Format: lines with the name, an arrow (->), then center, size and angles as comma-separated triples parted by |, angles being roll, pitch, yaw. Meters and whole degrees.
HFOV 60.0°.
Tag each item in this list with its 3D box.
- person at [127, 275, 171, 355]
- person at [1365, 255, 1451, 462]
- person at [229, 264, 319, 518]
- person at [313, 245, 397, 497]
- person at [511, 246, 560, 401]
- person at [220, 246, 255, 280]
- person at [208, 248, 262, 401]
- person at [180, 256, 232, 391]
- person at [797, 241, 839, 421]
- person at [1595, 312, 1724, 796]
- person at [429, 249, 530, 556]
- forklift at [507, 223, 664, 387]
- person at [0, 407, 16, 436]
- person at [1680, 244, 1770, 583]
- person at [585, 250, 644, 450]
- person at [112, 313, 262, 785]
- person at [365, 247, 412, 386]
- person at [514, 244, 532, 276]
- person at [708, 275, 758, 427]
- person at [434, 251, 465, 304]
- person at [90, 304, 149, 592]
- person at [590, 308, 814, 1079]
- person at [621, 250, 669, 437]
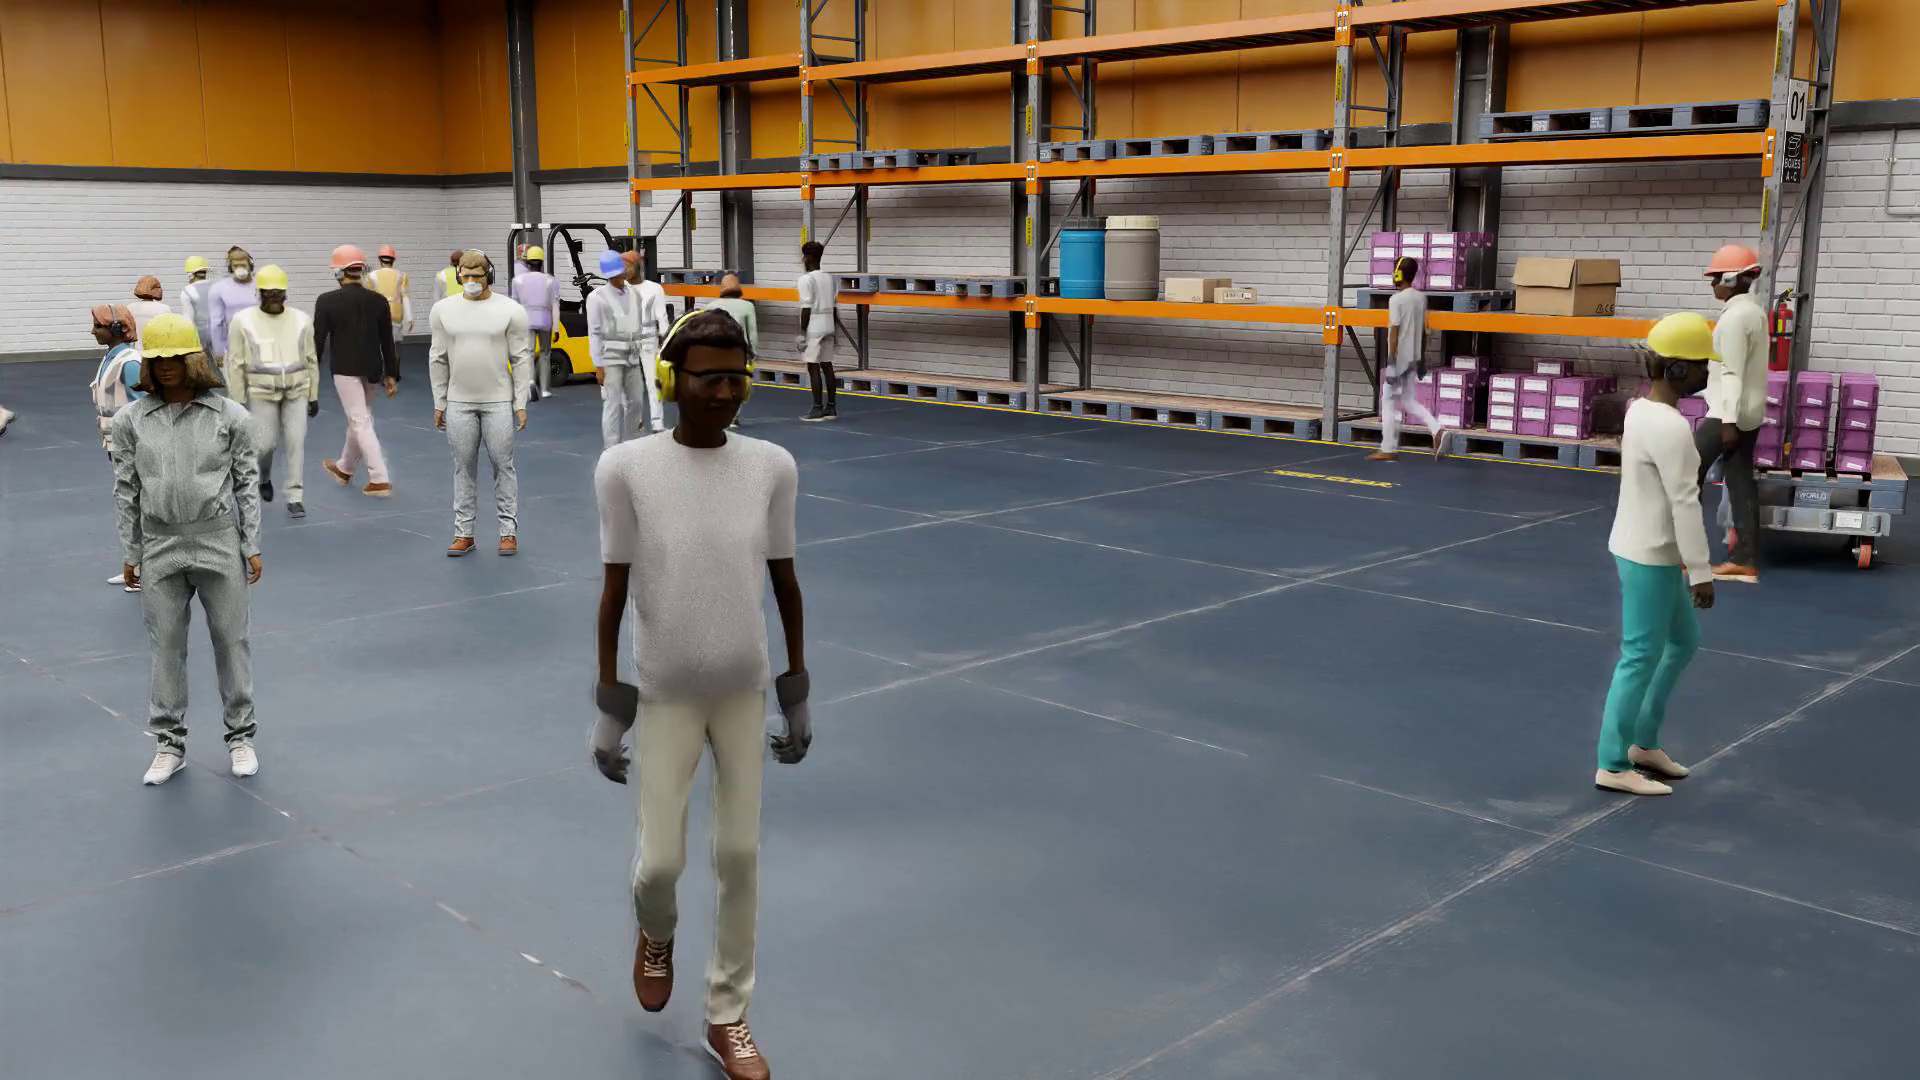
person -> -7.957, -1.789, 16.408 | 0.506, 1.632, 0.268 | 2, 11, 8
person -> 3.982, -1.581, 14.724 | 0.516, 1.847, 0.725 | -8, 13, -38
person -> -4.948, -1.079, 12.034 | 0.609, 1.816, 0.605 | -7, 13, -34
person -> -4.805, -1.332, 13.082 | 1.054, 1.932, 0.614 | 8, 13, 36
person -> -5.229, -2.668, 20.507 | 0.597, 1.898, 0.871 | -2, 11, -10
person -> -10.395, -3.298, 23.995 | 0.517, 1.872, 0.327 | -10, 14, -44
person -> -6.911, -1.860, 16.083 | 0.626, 1.908, 0.926 | -6, 12, -31
person -> -8.696, -2.386, 19.260 | 0.927, 1.792, 0.597 | 8, 13, 36
person -> -1.565, -2.277, 18.165 | 0.366, 1.962, 0.612 | 7, 12, 32
person -> 2.561, 0.070, 5.958 | 0.493, 1.753, 0.539 | 2, 11, 12
person -> -3.028, -0.859, 10.520 | 0.629, 1.936, 0.373 | -1, 10, -4
forklift -> -5.316, -3.263, 22.920 | 2.313, 2.155, 1.214 | -10, 14, -44
person -> -9.699, -1.906, 16.052 | 0.644, 2.008, 0.898 | 9, 14, 42
person -> 4.397, -0.741, 9.797 | 0.815, 1.960, 0.630 | 8, 13, 39
person -> -2.952, -1.554, 14.410 | 0.500, 1.898, 0.675 | 8, 13, 36
person -> -2.842, 0.038, 6.148 | 0.493, 1.742, 0.322 | -3, 11, -16
person -> -7.761, -3.025, 22.529 | 0.610, 1.867, 1.031 | -4, 11, -19
person -> -6.208, -3.272, 23.780 | 0.404, 1.900, 0.645 | -5, 12, -26
person -> -2.417, -2.016, 17.730 | 0.523, 1.599, 0.727 | 0, 10, -3
person -> -7.010, -3.142, 23.351 | 0.652, 1.792, 0.939 | -2, 11, -8
person -> -4.748, -0.524, 9.496 | 0.311, 1.638, 0.521 | -9, 14, -40
person -> -0.628, 0.368, 4.030 | 0.555, 1.855, 0.539 | -5, 11, -24
person -> -3.169, -1.887, 16.322 | 0.687, 1.861, 0.391 | 1, 10, 6
